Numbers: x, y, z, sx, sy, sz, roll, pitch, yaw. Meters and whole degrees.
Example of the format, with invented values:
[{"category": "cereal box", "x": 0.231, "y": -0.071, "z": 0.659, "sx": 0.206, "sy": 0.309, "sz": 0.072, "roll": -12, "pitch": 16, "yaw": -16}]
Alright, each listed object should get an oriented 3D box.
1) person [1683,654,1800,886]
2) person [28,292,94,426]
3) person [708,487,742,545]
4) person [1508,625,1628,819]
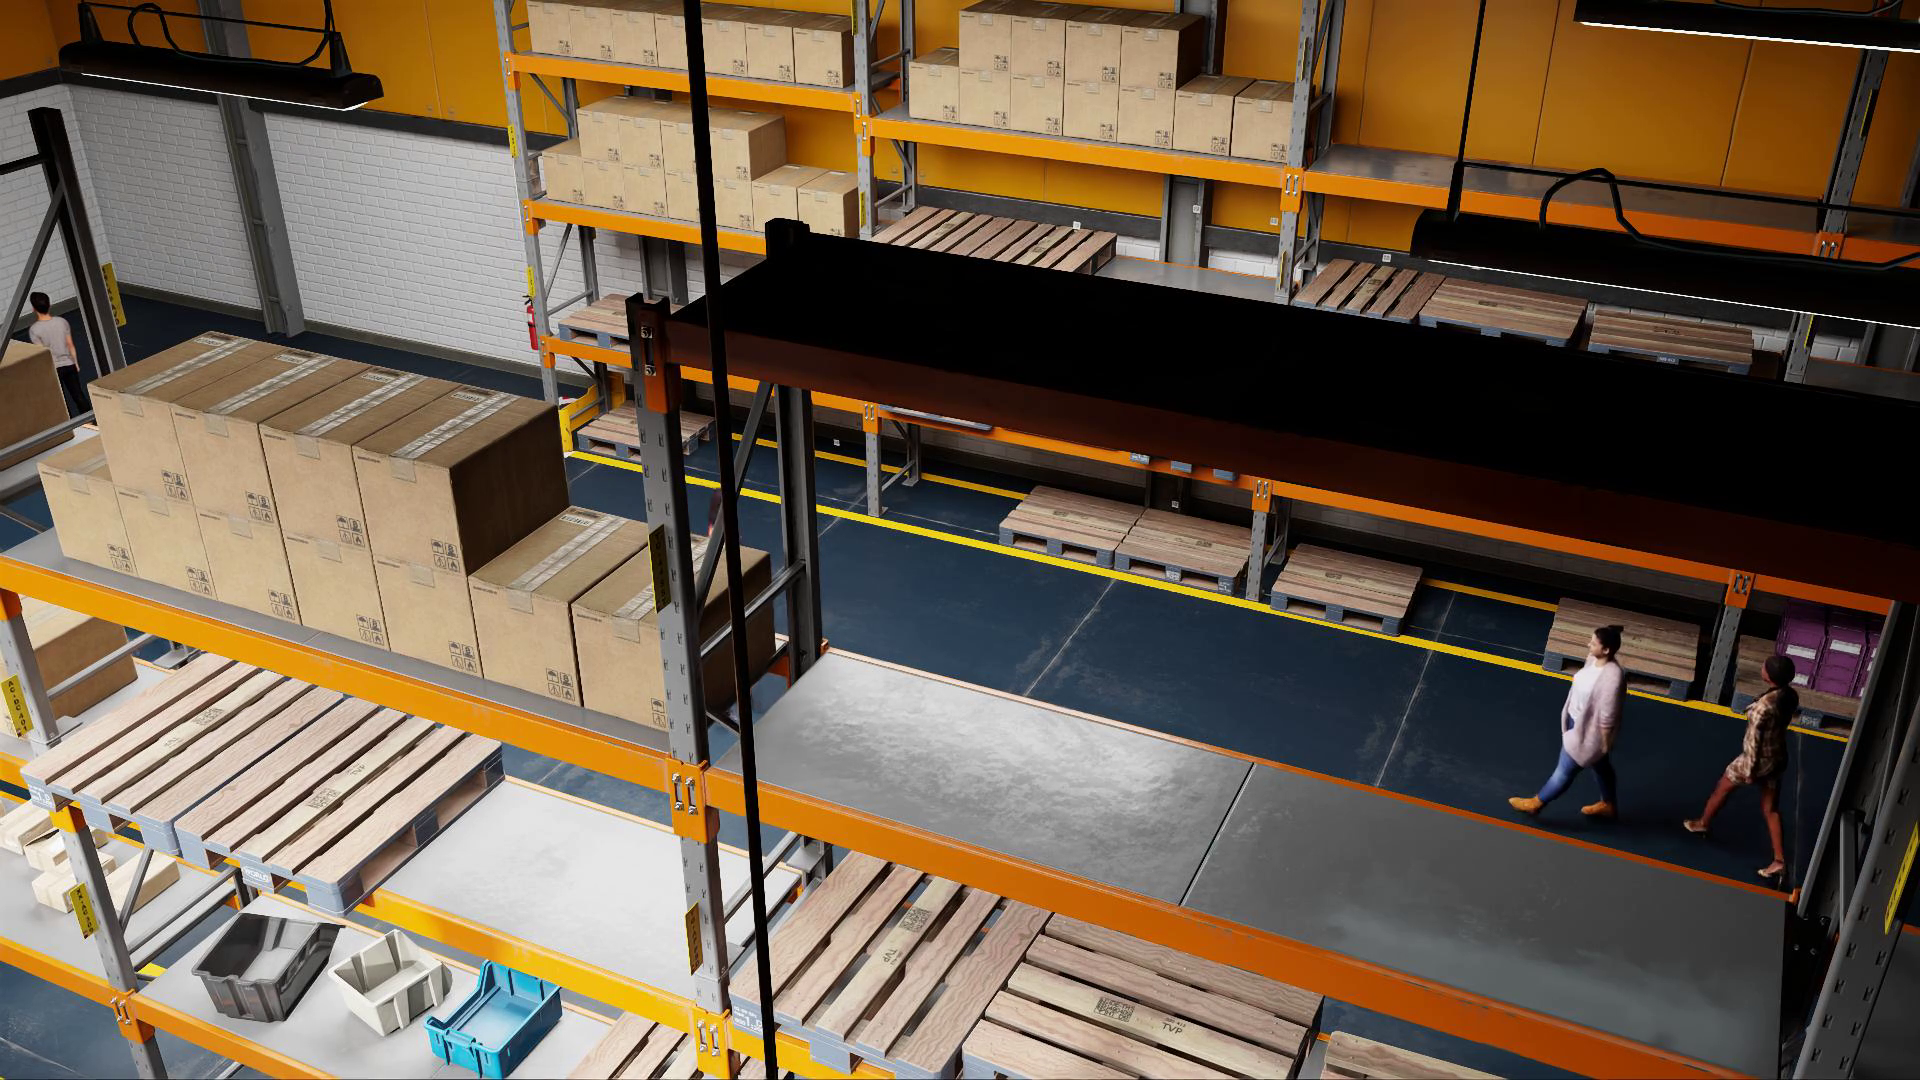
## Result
[{"category": "person", "x": 5.750, "y": 1.645, "z": 11.776, "sx": 1.013, "sy": 1.745, "sz": 1.125, "roll": -13, "pitch": 31, "yaw": -23}, {"category": "person", "x": -9.939, "y": -1.912, "z": 18.321, "sx": 0.576, "sy": 1.721, "sz": 0.642, "roll": 19, "pitch": 34, "yaw": 30}, {"category": "person", "x": -2.085, "y": 0.347, "z": 14.197, "sx": 0.696, "sy": 1.704, "sz": 0.708, "roll": 3, "pitch": 29, "yaw": 6}, {"category": "person", "x": 4.762, "y": 1.393, "z": 12.286, "sx": 1.154, "sy": 1.699, "sz": 0.884, "roll": 4, "pitch": 29, "yaw": 8}]
